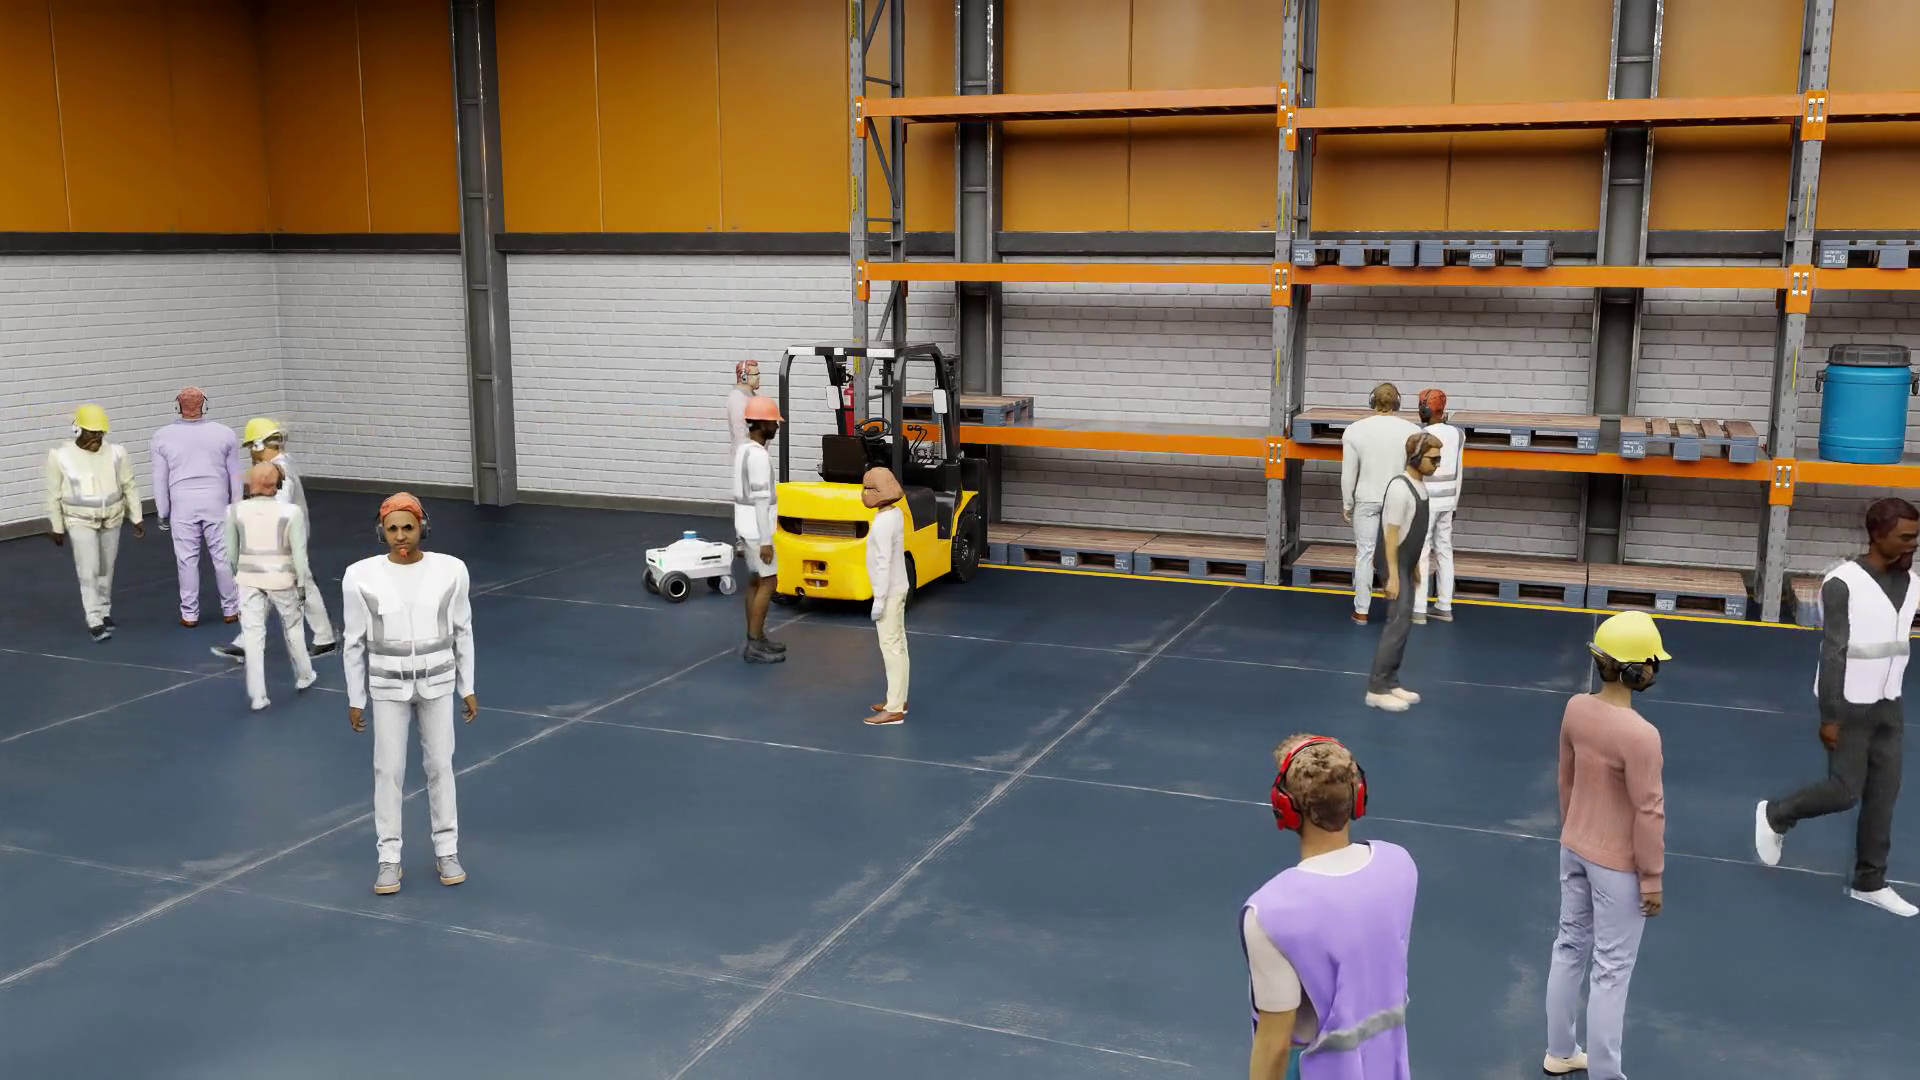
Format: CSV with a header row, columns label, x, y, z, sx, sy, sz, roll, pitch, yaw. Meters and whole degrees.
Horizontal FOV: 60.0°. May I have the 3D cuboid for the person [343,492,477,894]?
label,x,y,z,sx,sy,sz,roll,pitch,yaw
person,-2.569,0.711,7.800,0.584,1.879,0.339,-4,11,-22

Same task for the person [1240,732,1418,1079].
label,x,y,z,sx,sy,sz,roll,pitch,yaw
person,0.902,1.391,4.131,0.564,1.840,0.396,-8,13,-38

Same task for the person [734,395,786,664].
label,x,y,z,sx,sy,sz,roll,pitch,yaw
person,-1.438,-0.082,12.072,0.381,1.934,0.568,-3,11,-18

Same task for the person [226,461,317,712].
label,x,y,z,sx,sy,sz,roll,pitch,yaw
person,-4.540,0.280,10.980,0.532,1.603,0.799,-1,10,-7

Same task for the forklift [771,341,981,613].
label,x,y,z,sx,sy,sz,roll,pitch,yaw
forklift,-0.739,-0.602,14.246,1.214,2.155,2.313,4,11,21

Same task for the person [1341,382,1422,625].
label,x,y,z,sx,sy,sz,roll,pitch,yaw
person,3.326,-0.281,13.170,0.629,1.940,0.376,2,10,13

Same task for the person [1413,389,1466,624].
label,x,y,z,sx,sy,sz,roll,pitch,yaw
person,3.758,-0.265,13.257,0.577,1.878,0.340,-5,11,-26

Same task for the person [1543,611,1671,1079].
label,x,y,z,sx,sy,sz,roll,pitch,yaw
person,2.297,1.117,5.864,0.310,1.769,0.523,-2,10,-13

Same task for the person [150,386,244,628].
label,x,y,z,sx,sy,sz,roll,pitch,yaw
person,-6.011,-0.262,13.151,0.652,1.906,0.408,-5,12,-28

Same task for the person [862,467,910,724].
label,x,y,z,sx,sy,sz,roll,pitch,yaw
person,-0.470,0.350,10.504,0.285,1.632,0.499,2,10,10

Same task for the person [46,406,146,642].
label,x,y,z,sx,sy,sz,roll,pitch,yaw
person,-6.591,-0.132,12.767,0.816,1.781,0.590,9,13,40

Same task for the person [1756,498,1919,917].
label,x,y,z,sx,sy,sz,roll,pitch,yaw
person,4.103,0.731,7.640,0.607,1.900,0.678,-5,11,-24

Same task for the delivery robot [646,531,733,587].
label,x,y,z,sx,sy,sz,roll,pitch,yaw
delivery robot,-2.310,0.167,14.257,0.707,0.478,0.477,-7,12,-31

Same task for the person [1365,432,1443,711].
label,x,y,z,sx,sy,sz,roll,pitch,yaw
person,2.897,0.201,10.808,0.398,1.825,0.522,5,11,27

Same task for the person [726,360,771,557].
label,x,y,z,sx,sy,sz,roll,pitch,yaw
person,-2.028,-0.785,16.070,0.408,1.909,0.642,0,10,-1

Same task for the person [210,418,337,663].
label,x,y,z,sx,sy,sz,roll,pitch,yaw
person,-4.966,0.019,11.966,0.888,1.764,0.635,-5,11,-26
